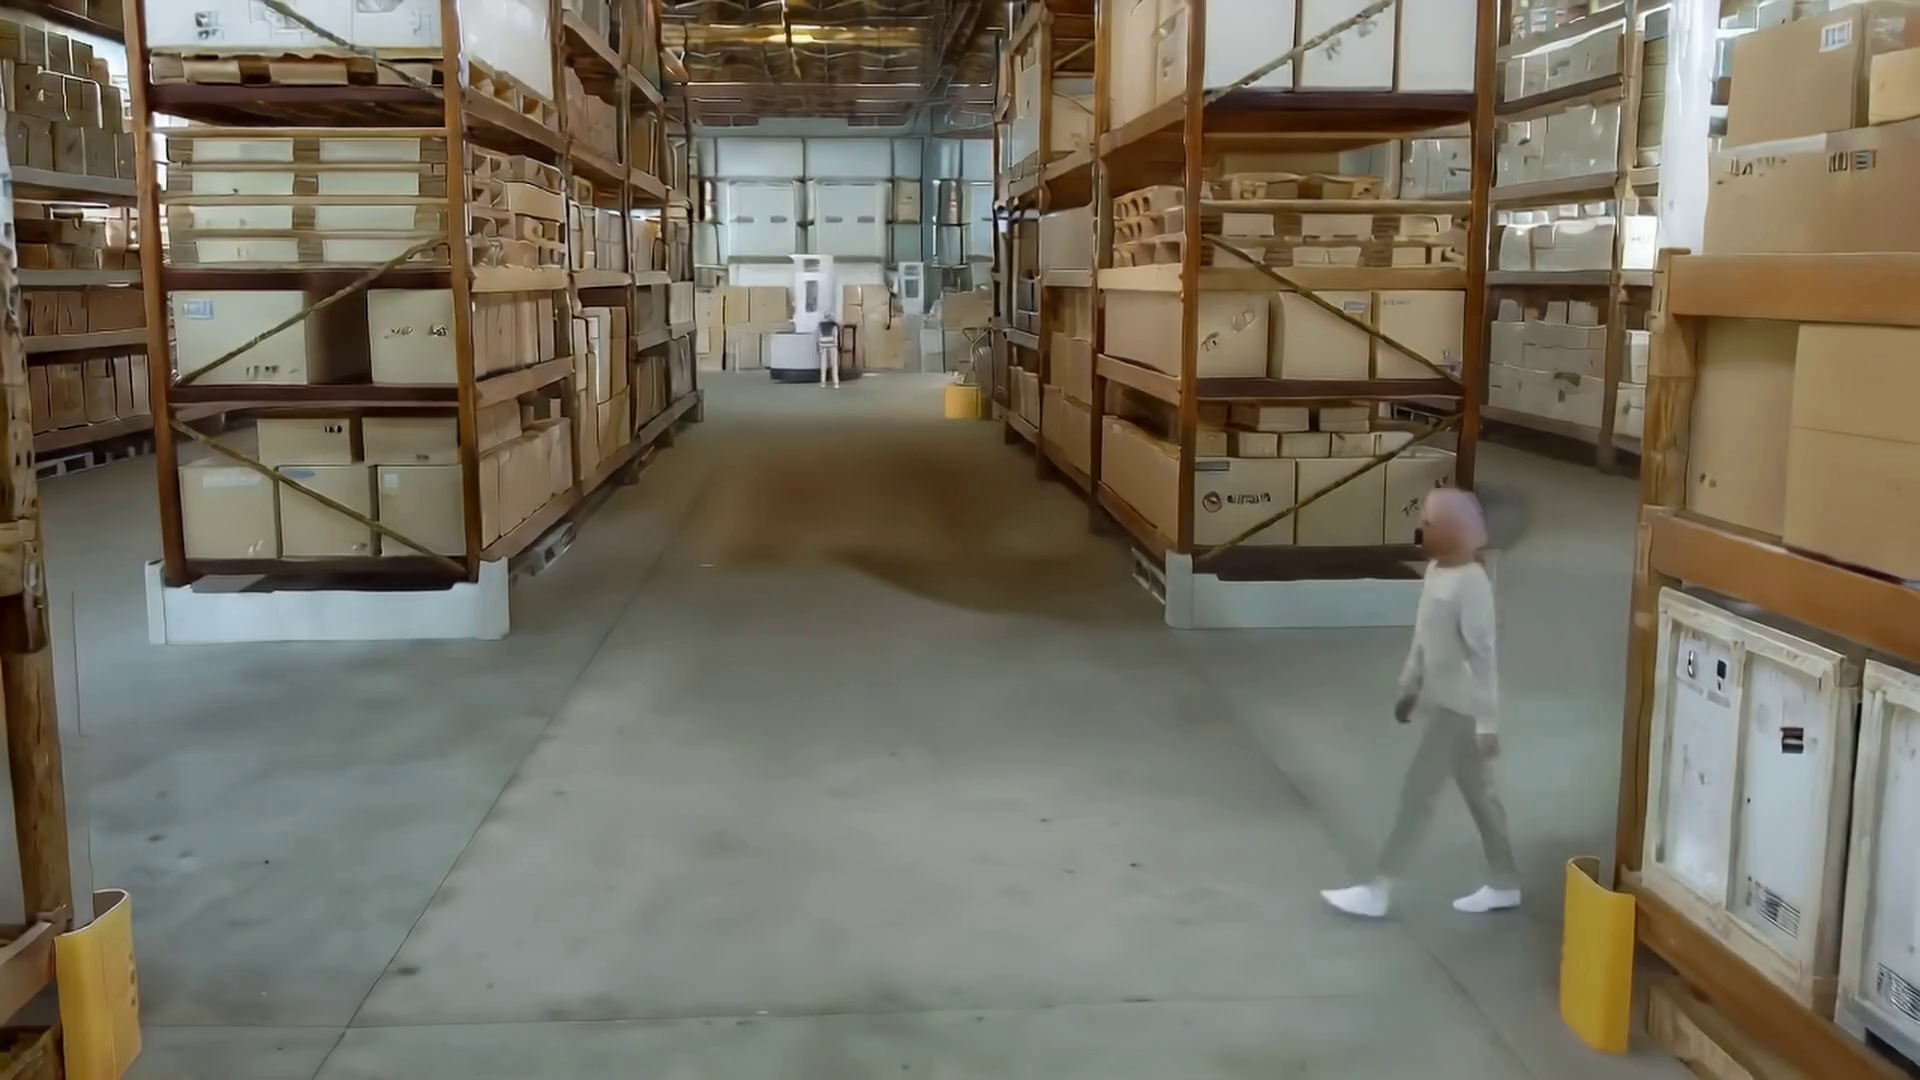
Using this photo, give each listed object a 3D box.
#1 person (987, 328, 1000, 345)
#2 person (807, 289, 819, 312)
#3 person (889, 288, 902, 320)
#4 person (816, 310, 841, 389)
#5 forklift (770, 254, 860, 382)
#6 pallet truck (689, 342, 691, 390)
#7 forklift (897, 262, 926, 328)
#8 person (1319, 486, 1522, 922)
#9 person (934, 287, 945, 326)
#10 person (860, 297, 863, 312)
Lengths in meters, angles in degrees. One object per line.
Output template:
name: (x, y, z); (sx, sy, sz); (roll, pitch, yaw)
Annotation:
person: (0.810, -4.477, 36.853); (1.002, 1.945, 0.622); (-3, 9, -17)
person: (-4.860, -7.192, 54.088); (1.022, 1.885, 0.646); (-2, 9, -12)
person: (-2.305, -7.828, 57.981); (0.632, 1.930, 0.387); (3, 10, 20)
person: (-2.728, -3.943, 34.487); (0.513, 1.636, 0.309); (1, 9, 4)
forklift: (-3.260, -4.951, 36.915); (1.129, 2.768, 1.873); (6, 11, 35)
pallet truck: (-5.225, -3.008, 27.480); (1.885, 1.965, 0.823); (2, 9, 14)
forklift: (-1.777, -8.547, 59.496); (1.129, 2.768, 1.873); (-1, 9, -4)
person: (1.712, 0.605, 6.039); (0.831, 1.599, 0.519); (0, 9, 1)
person: (-0.651, -8.309, 60.987); (0.590, 1.927, 0.367); (-1, 9, -6)
person: (-3.206, -6.891, 52.816); (0.391, 1.681, 0.559); (2, 9, 14)
